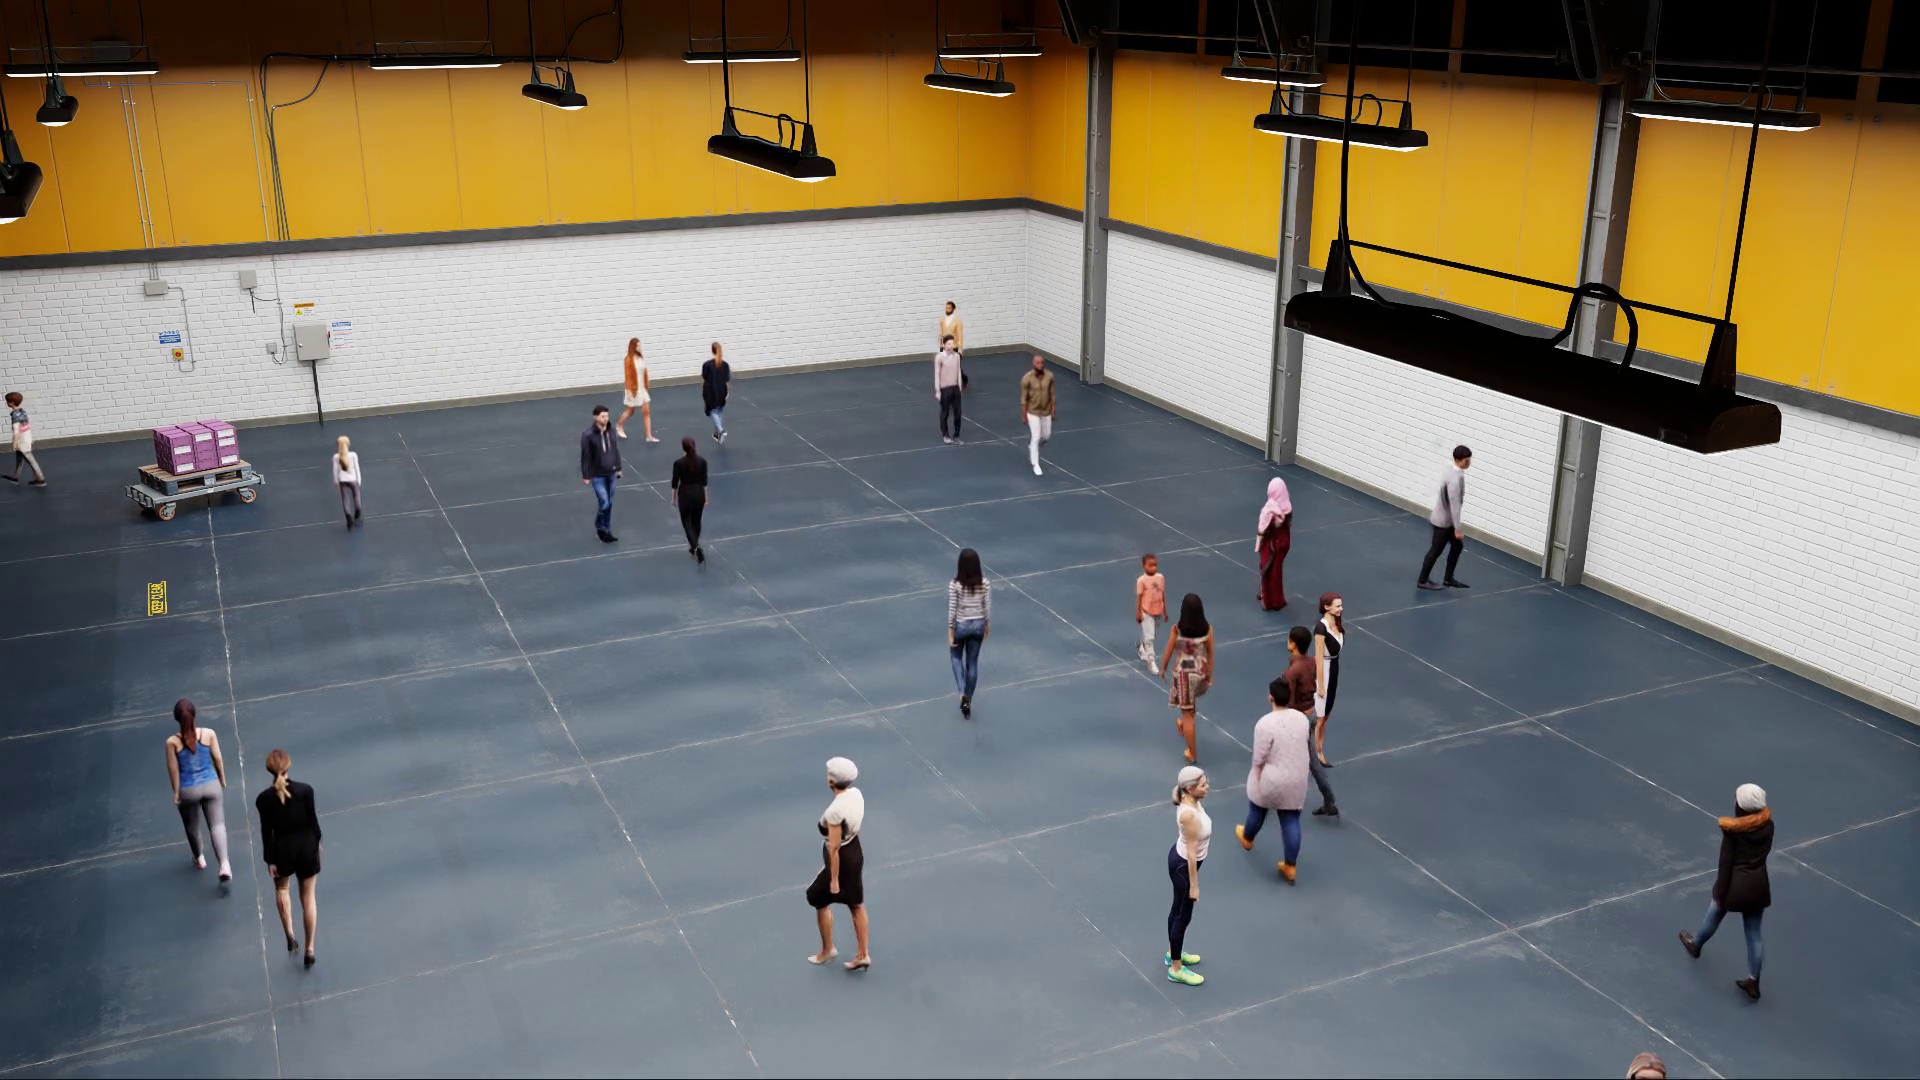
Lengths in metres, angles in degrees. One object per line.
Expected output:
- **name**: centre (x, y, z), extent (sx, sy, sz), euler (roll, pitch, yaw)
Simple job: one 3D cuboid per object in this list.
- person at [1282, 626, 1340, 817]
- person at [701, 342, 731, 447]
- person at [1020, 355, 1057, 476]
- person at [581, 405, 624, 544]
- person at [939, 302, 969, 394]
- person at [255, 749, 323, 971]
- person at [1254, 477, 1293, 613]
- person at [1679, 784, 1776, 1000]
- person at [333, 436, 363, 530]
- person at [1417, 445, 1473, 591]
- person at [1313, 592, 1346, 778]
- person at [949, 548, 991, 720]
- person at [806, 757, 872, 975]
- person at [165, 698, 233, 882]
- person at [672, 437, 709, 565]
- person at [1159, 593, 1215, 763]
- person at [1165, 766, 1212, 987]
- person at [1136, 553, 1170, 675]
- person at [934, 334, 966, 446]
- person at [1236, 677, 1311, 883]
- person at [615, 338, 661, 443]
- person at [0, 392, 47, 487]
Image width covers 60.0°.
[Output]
- **person**: centre (3.083, 1.648, 14.706), extent (1.216, 1.734, 0.895), euler (17, 25, 41)
- **person**: centre (-3.873, -2.308, 26.568), extent (0.654, 1.660, 1.047), euler (-9, 21, -26)
- **person**: centre (1.174, -1.928, 25.216), extent (0.775, 1.804, 0.932), euler (-6, 19, -16)
- **person**: centre (-4.774, -0.886, 21.999), extent (0.779, 1.880, 0.785), euler (15, 24, 38)
- **person**: centre (-0.125, -3.394, 29.673), extent (0.997, 1.736, 0.982), euler (12, 22, 32)
- **person**: centre (-4.960, 2.413, 12.409), extent (0.568, 1.749, 0.648), euler (-8, 20, -22)
- **person**: centre (3.760, 0.058, 19.569), extent (0.762, 1.643, 0.782), euler (-14, 23, -37)
- **person**: centre (5.764, 2.583, 12.150), extent (0.829, 1.594, 1.107), euler (-3, 19, -8)
- **person**: centre (-8.335, -0.762, 22.630), extent (0.637, 1.243, 0.941), euler (-4, 19, -13)
- **person**: centre (5.817, -0.265, 20.159), extent (1.083, 1.880, 1.021), euler (4, 19, 13)
- **person**: centre (3.407, 1.329, 15.555), extent (0.668, 1.796, 0.645), euler (10, 21, 27)
- **person**: centre (0.102, 0.973, 16.641), extent (0.664, 1.778, 0.685), euler (-4, 19, -10)
- **person**: centre (-0.783, 2.452, 12.315), extent (0.908, 1.736, 0.845), euler (9, 21, 26)
- **person**: centre (-6.230, 2.081, 13.655), extent (0.665, 1.583, 1.041), euler (-11, 22, -30)
- **person**: centre (-3.400, -0.467, 21.146), extent (0.635, 1.631, 1.043), euler (-8, 20, -21)
- **person**: centre (2.211, 1.333, 15.832), extent (0.777, 1.611, 1.066), euler (-5, 19, -13)
- **person**: centre (1.671, 2.456, 12.356), extent (0.744, 1.702, 0.628), euler (1, 19, 4)
- **person**: centre (2.049, 0.748, 18.057), extent (0.513, 1.301, 0.873), euler (-8, 20, -22)
- **person**: centre (-0.216, -2.433, 26.738), extent (0.661, 1.788, 0.792), euler (-9, 21, -25)
- **person**: centre (2.672, 1.998, 13.712), extent (0.818, 1.705, 1.093), euler (-4, 19, -13)
- **person**: centre (-5.288, -2.410, 26.827), extent (1.185, 1.688, 0.997), euler (12, 22, 32)
- **person**: centre (-13.711, -1.468, 24.456), extent (0.740, 1.416, 0.864), euler (-3, 19, -9)
